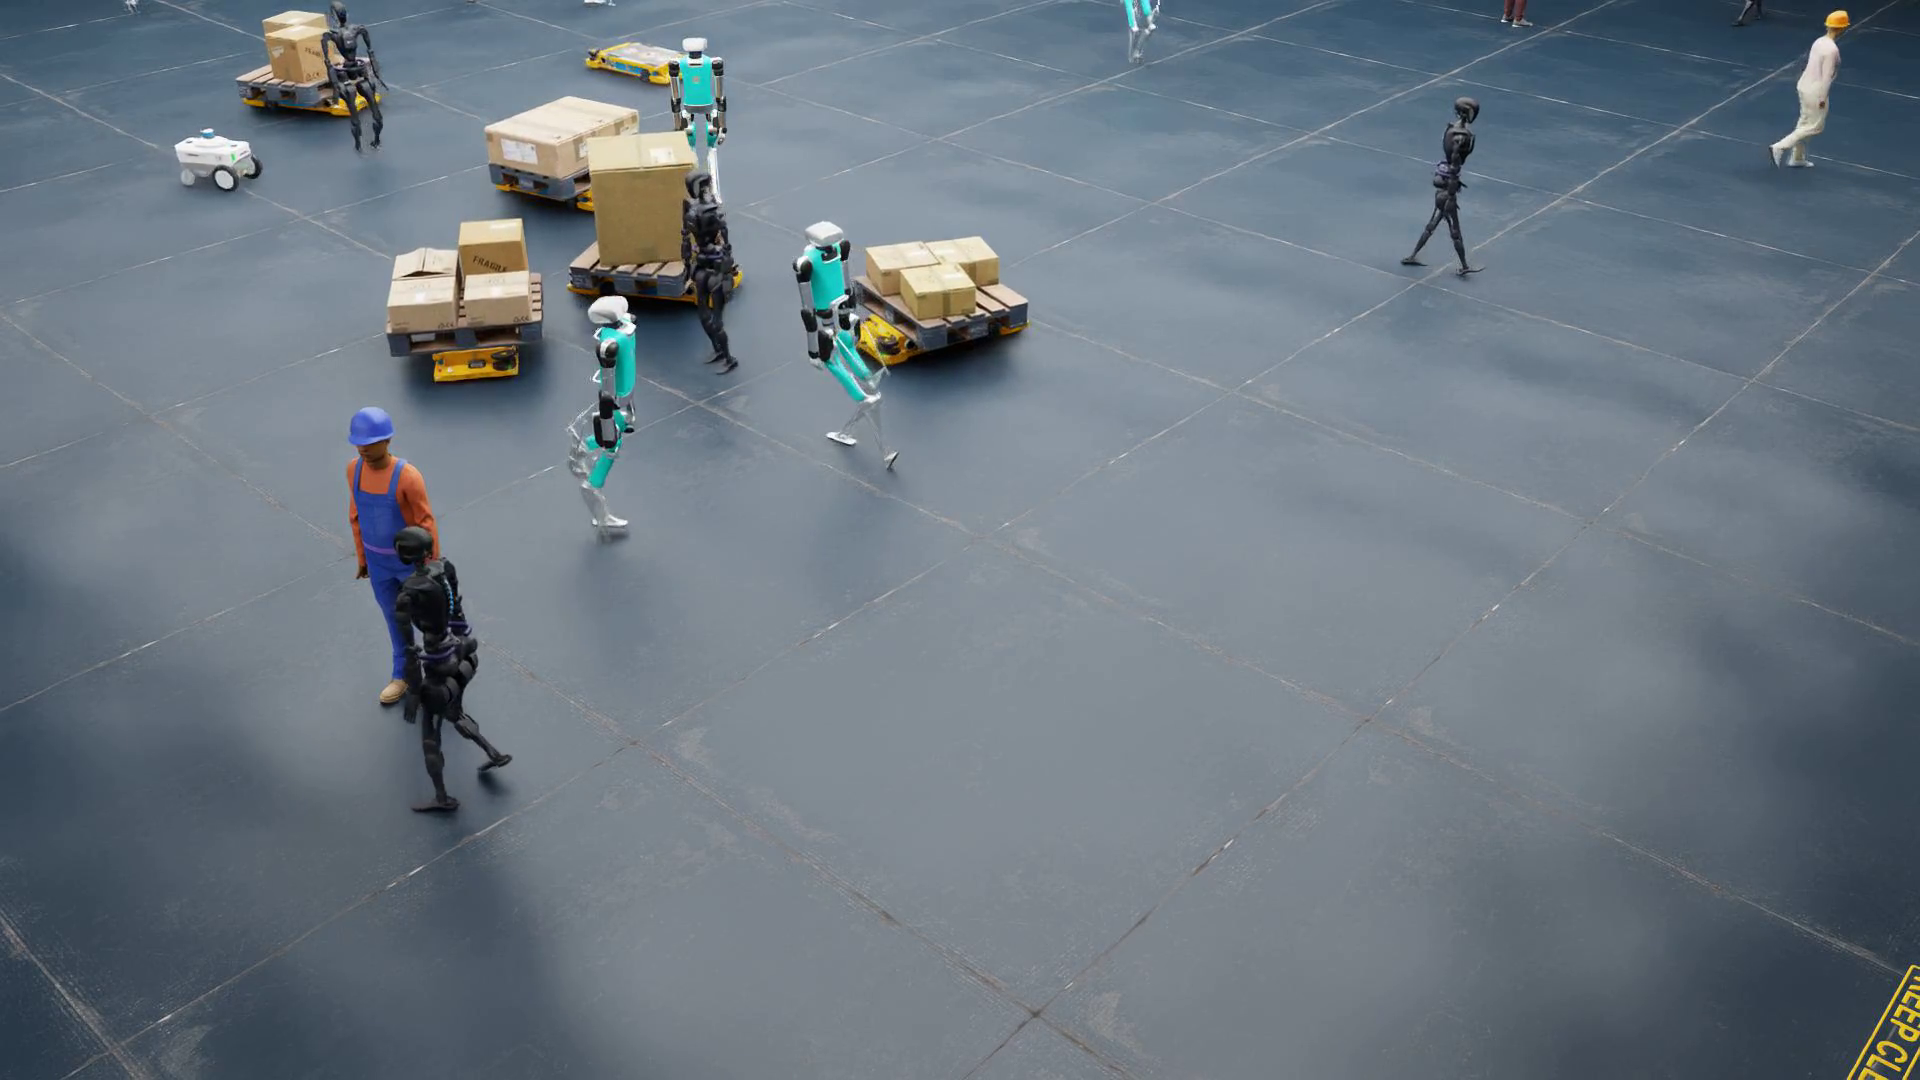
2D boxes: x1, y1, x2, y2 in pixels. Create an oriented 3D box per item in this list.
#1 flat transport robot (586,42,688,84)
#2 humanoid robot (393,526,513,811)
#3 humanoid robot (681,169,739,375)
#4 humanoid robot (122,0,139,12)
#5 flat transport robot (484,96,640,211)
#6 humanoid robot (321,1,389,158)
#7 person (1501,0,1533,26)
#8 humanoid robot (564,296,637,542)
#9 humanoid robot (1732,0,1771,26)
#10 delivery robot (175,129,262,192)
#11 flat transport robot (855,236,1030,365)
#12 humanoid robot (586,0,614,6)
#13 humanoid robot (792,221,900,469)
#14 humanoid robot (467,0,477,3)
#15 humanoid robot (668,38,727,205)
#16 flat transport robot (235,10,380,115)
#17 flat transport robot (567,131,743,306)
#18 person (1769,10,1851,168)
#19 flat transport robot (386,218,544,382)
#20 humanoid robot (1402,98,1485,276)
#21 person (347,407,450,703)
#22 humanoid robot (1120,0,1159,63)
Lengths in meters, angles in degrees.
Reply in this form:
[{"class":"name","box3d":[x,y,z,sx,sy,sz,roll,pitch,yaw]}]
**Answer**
[{"class":"flat transport robot","box3d":[-3.937,-5.955,20.743,1.431,0.231,0.659,21,38,30]},{"class":"humanoid robot","box3d":[-2.718,0.659,8.768,0.458,1.636,0.610,7,32,11]},{"class":"humanoid robot","box3d":[-2.029,-2.155,13.290,0.610,1.649,0.393,26,40,35]},{"class":"humanoid robot","box3d":[-11.656,-8.178,23.038,0.715,1.895,0.541,20,37,29]},{"class":"flat transport robot","box3d":[-4.018,-3.661,17.049,1.431,0.231,0.659,17,36,26]},{"class":"humanoid robot","box3d":[-6.454,-4.914,17.767,0.602,1.658,0.363,-24,39,-33]},{"class":"person","box3d":[7.616,-7.831,22.308,0.378,1.806,0.545,-10,33,-15]},{"class":"humanoid robot","box3d":[-2.438,-0.725,11.031,0.733,1.902,0.535,4,32,6]},{"class":"humanoid robot","box3d":[10.848,-7.773,22.370,0.767,1.622,0.608,-11,34,-17]},{"class":"delivery robot","box3d":[-7.704,-3.943,17.251,0.812,0.614,0.499,7,33,11]},{"class":"flat transport robot","box3d":[-0.182,-1.836,14.110,1.431,0.231,0.659,-18,36,-27]},{"class":"humanoid robot","box3d":[-5.125,-8.244,23.052,0.804,1.790,0.558,4,32,7]},{"class":"humanoid robot","box3d":[-0.705,-1.356,11.988,0.903,1.809,0.557,21,37,30]},{"class":"humanoid robot","box3d":[-7.004,-8.377,23.306,0.600,1.654,0.334,-16,35,-24]},{"class":"humanoid robot","box3d":[-2.541,-4.141,16.304,0.533,1.677,0.735,-3,32,-5]},{"class":"flat transport robot","box3d":[-7.651,-5.247,19.603,1.431,0.231,0.659,10,33,15]},{"class":"flat transport robot","box3d":[-2.748,-2.358,14.952,1.431,0.231,0.659,7,33,11]},{"class":"person","box3d":[8.853,-4.666,17.330,0.522,1.682,0.481,0,32,0]},{"class":"flat transport robot","box3d":[-4.084,-1.719,13.923,0.659,0.231,1.431,-6,32,-10]},{"class":"humanoid robot","box3d":[4.474,-3.198,15.010,0.752,1.626,0.607,10,33,15]},{"class":"person","box3d":[-3.189,0.107,9.426,0.524,1.912,0.359,9,33,13]},{"class":"humanoid robot","box3d":[2.252,-6.833,20.855,0.554,1.885,0.652,-10,33,-16]}]
